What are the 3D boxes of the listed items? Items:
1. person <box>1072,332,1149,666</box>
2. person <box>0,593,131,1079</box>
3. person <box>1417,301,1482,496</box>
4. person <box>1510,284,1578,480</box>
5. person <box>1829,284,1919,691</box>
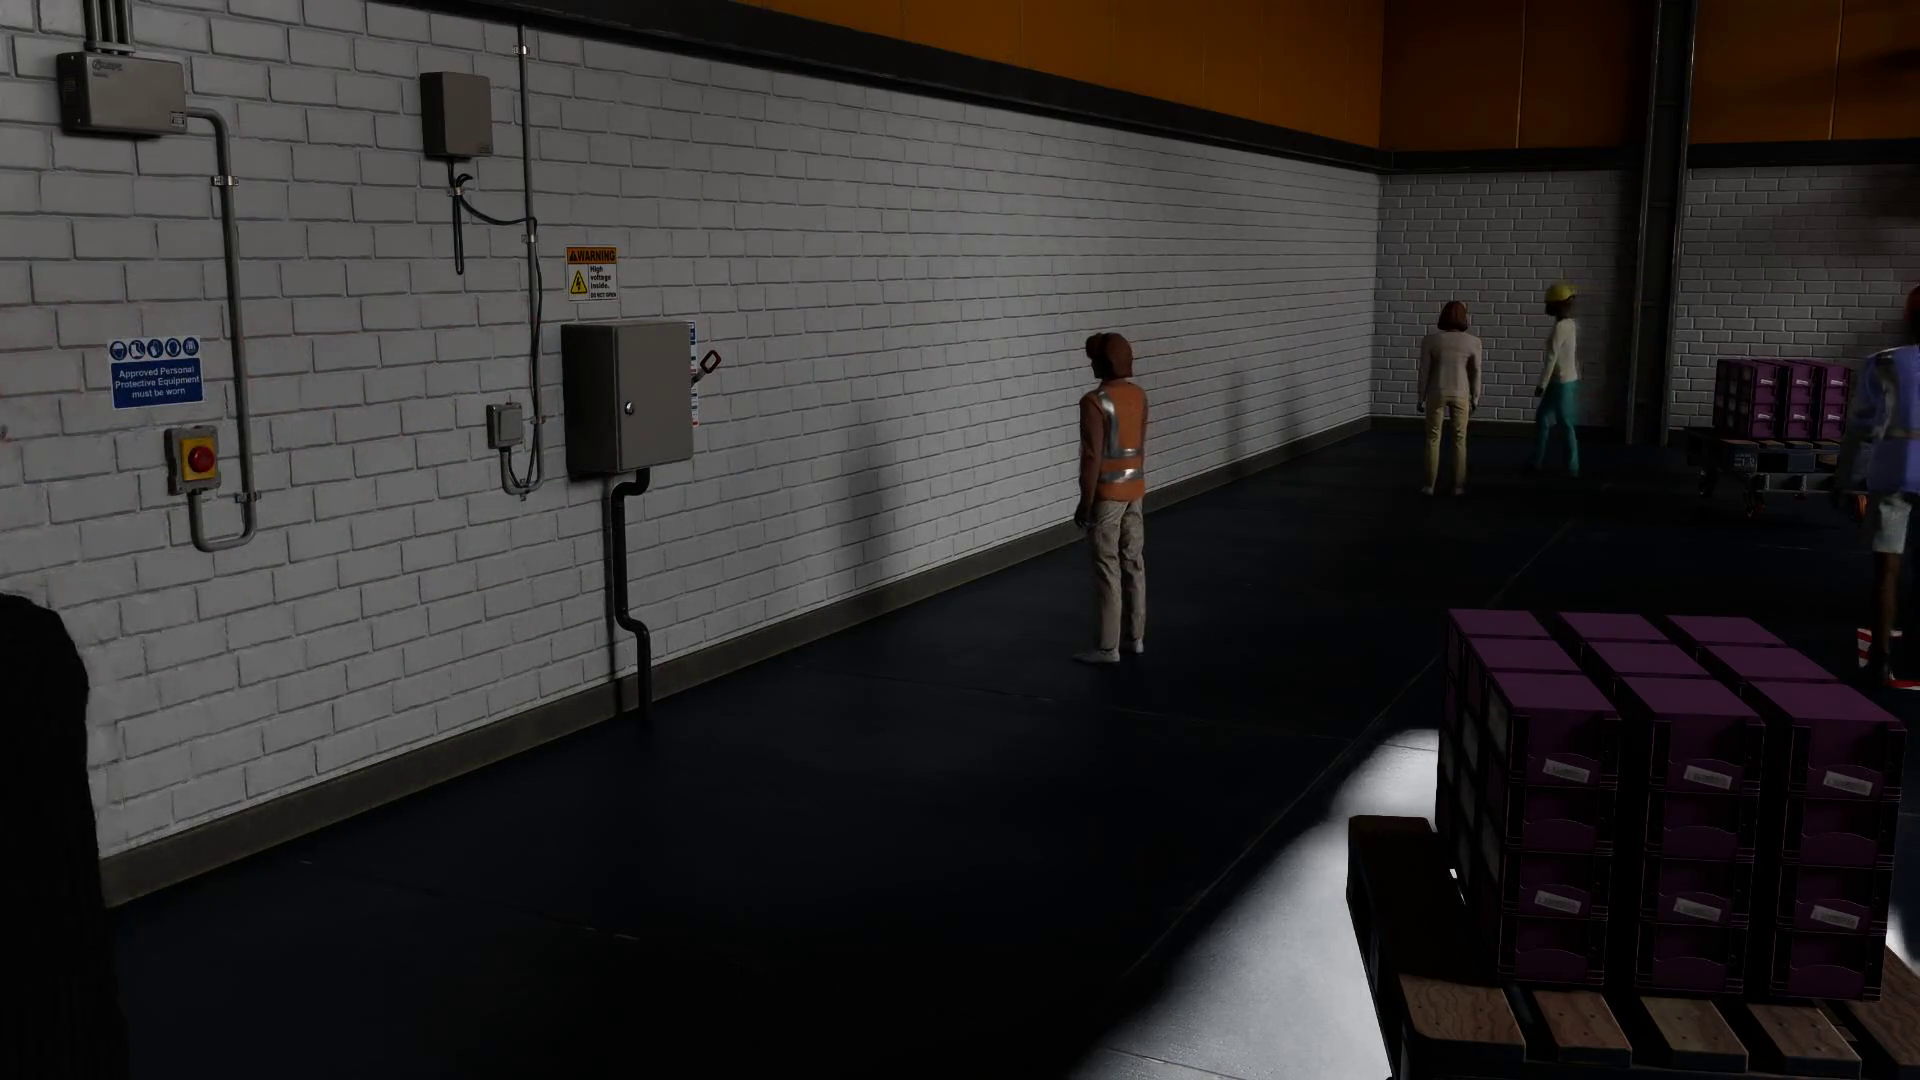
[{"bbox_3d":[0.751,-0.202,8.209,0.310,1.636,0.522,8,13,38],"label":"person"},{"bbox_3d":[-1.322,0.717,1.944,0.895,1.958,0.621,1,10,5],"label":"person"},{"bbox_3d":[4.069,-1.169,13.856,0.506,1.624,0.290,2,10,14],"label":"person"},{"bbox_3d":[5.259,-1.415,14.928,0.716,1.742,0.546,5,11,27],"label":"person"},{"bbox_3d":[4.472,-0.270,7.857,0.604,1.889,0.794,4,11,22],"label":"person"}]
